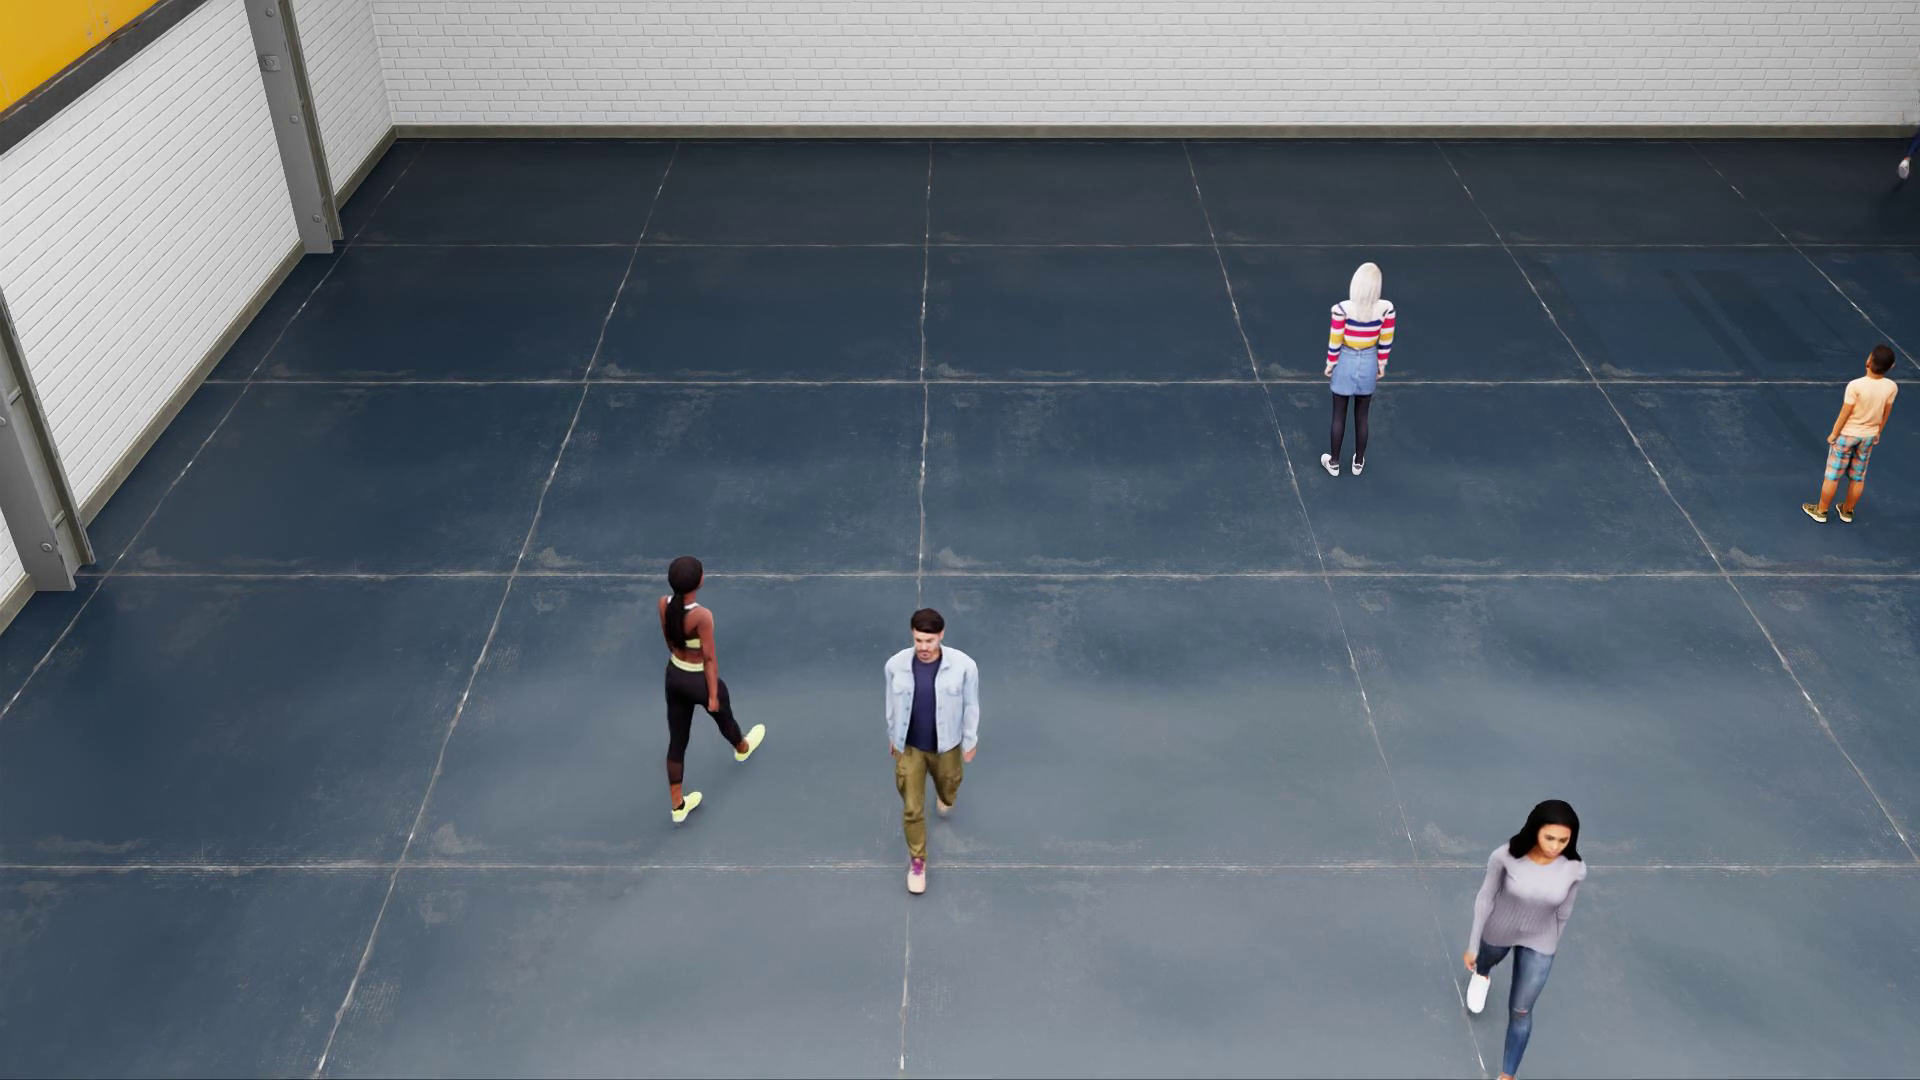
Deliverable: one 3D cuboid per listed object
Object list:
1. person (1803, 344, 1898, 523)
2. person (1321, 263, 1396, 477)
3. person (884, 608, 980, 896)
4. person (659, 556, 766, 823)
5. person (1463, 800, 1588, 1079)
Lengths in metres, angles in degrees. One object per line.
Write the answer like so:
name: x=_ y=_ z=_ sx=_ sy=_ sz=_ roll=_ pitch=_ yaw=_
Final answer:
person: x=6.755 y=-0.794 z=12.530 sx=0.523 sy=1.461 sz=0.478 roll=1 pitch=34 yaw=2
person: x=3.100 y=-1.337 z=13.034 sx=0.649 sy=1.808 sz=0.511 roll=1 pitch=34 yaw=2
person: x=-0.165 y=1.098 z=9.386 sx=0.730 sy=1.789 sz=1.063 roll=3 pitch=34 yaw=4
person: x=-1.622 y=0.913 z=9.737 sx=0.931 sy=1.709 sz=1.173 roll=17 pitch=37 yaw=23
person: x=2.750 y=1.904 z=8.269 sx=0.870 sy=1.685 sz=1.251 roll=9 pitch=35 yaw=14
